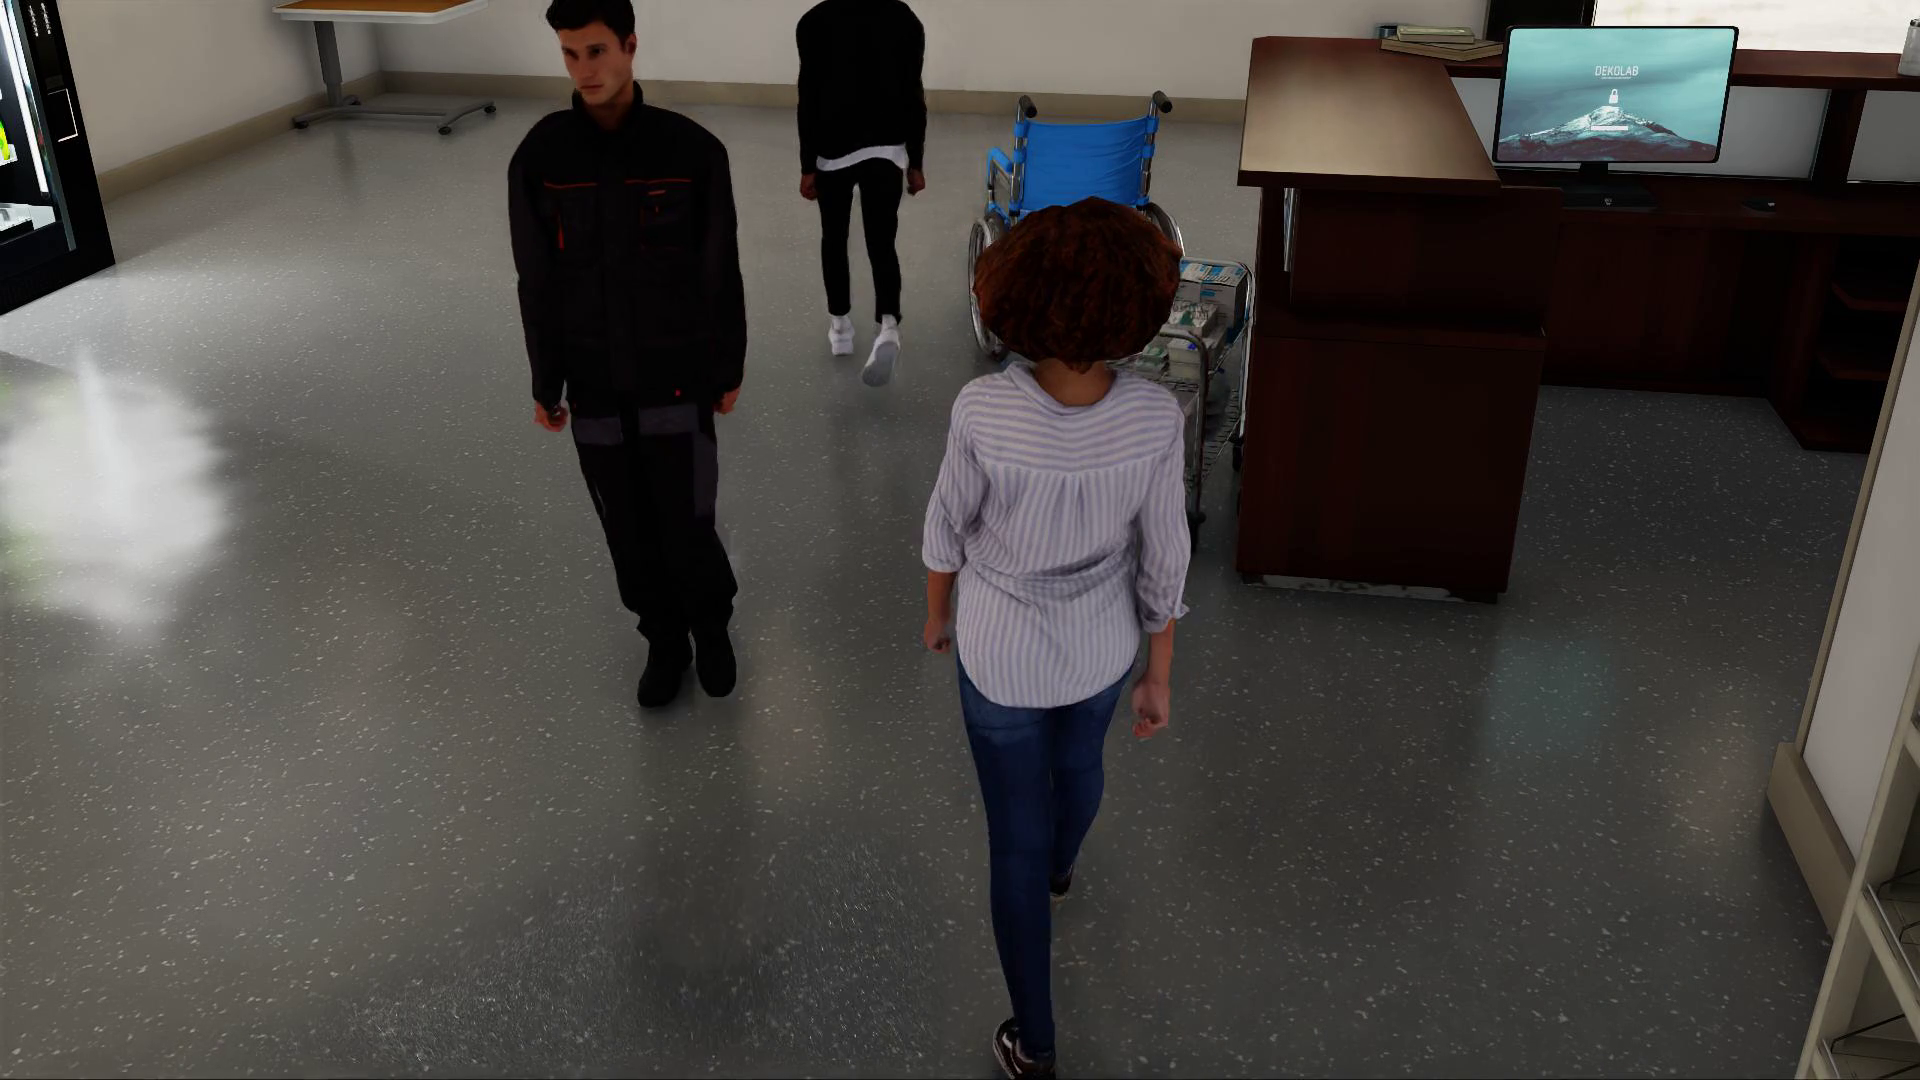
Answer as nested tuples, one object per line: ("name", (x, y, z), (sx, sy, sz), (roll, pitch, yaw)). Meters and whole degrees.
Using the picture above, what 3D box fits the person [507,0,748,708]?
("person", (-0.833, -0.476, 4.345), (0.747, 1.926, 0.736), (0, 26, 0))

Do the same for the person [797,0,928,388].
("person", (-0.378, -1.493, 6.628), (0.954, 1.777, 1.261), (-5, 26, -10))

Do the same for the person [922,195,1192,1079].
("person", (0.177, 0.251, 3.128), (0.877, 1.673, 1.217), (-3, 26, -7))
